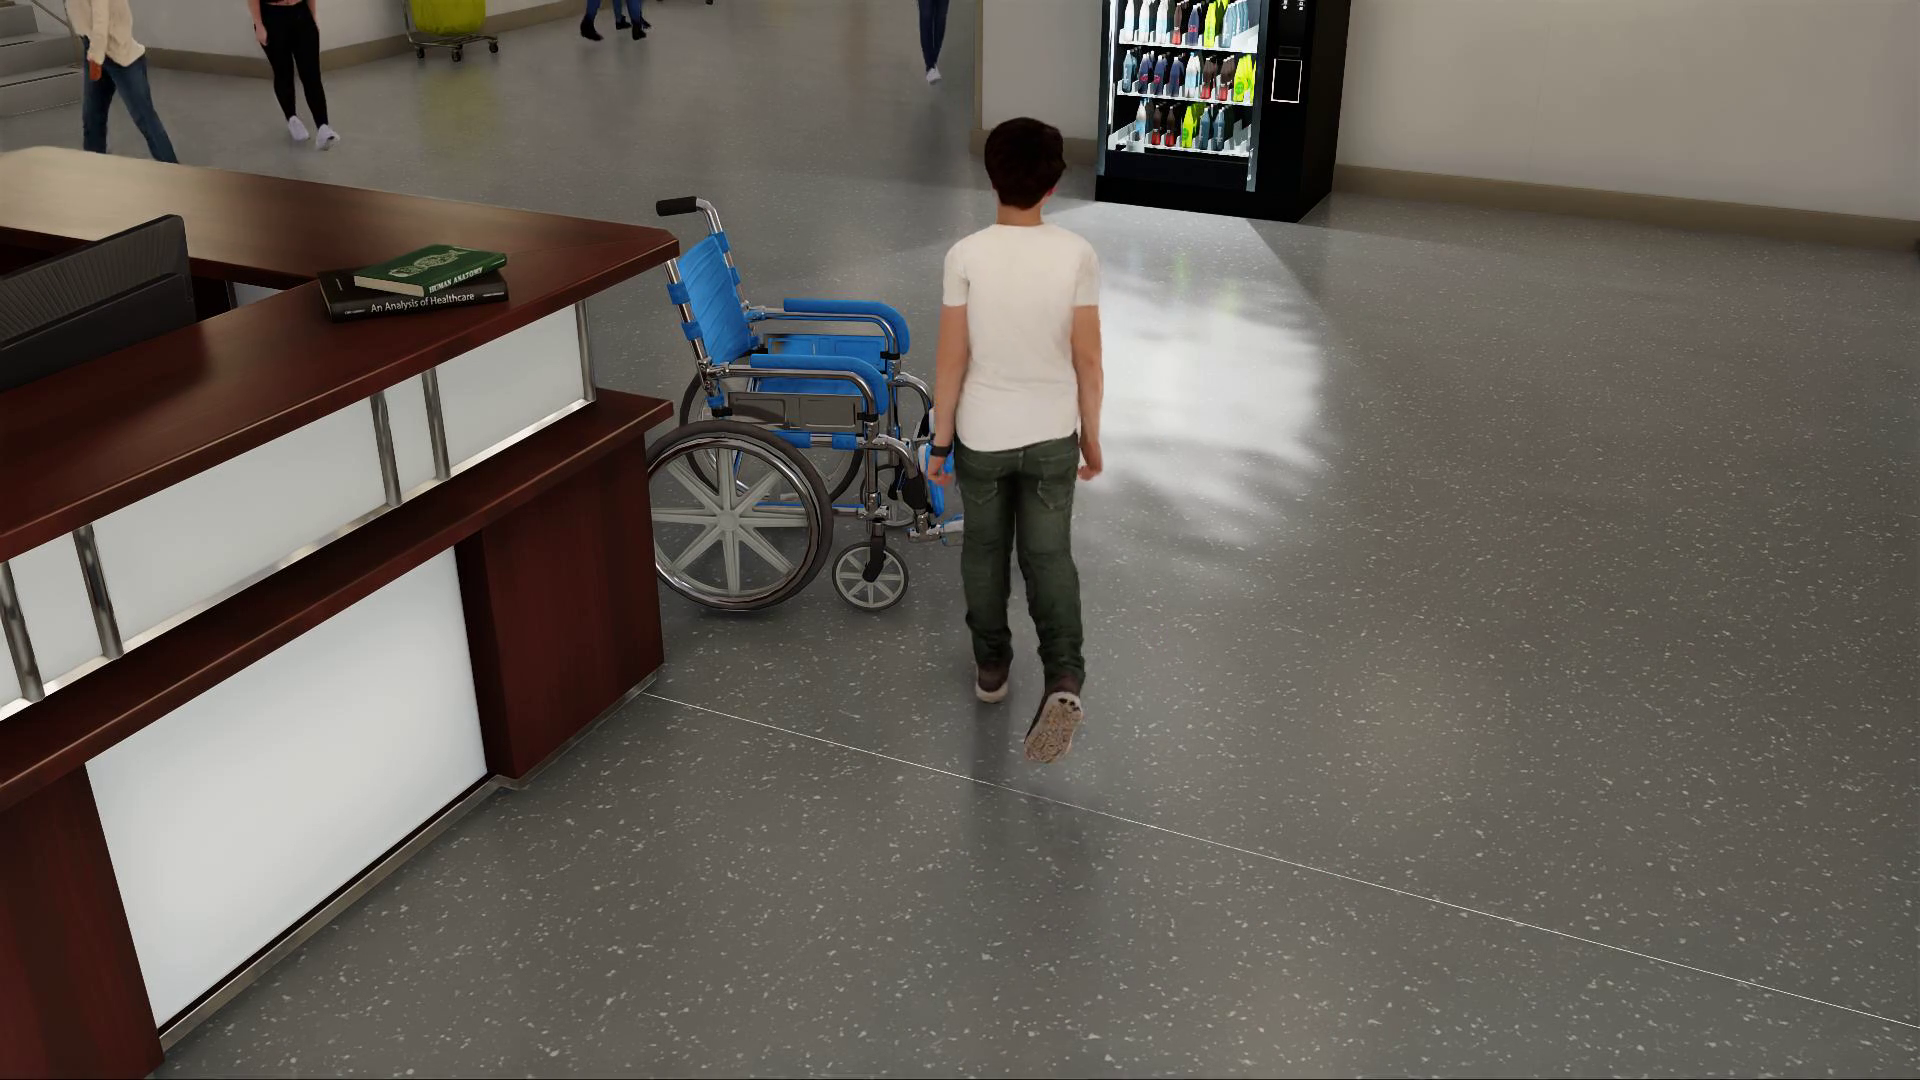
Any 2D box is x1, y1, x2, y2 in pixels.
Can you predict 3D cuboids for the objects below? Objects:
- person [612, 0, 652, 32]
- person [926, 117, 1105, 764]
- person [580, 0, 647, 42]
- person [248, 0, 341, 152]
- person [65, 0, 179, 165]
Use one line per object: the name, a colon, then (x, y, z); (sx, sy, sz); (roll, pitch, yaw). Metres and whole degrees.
person: (-3.141, -5.308, 15.254); (0.445, 1.247, 0.557); (13, 28, 24)
person: (0.161, -0.203, 4.229); (1.051, 1.627, 0.976); (-3, 26, -5)
person: (-3.143, -5.145, 14.519); (0.825, 1.592, 0.710); (15, 30, 28)
person: (-4.380, -3.326, 10.746); (0.948, 1.591, 1.193); (-18, 31, -33)
person: (-4.723, -2.744, 9.459); (0.924, 1.661, 0.957); (-20, 32, -36)
